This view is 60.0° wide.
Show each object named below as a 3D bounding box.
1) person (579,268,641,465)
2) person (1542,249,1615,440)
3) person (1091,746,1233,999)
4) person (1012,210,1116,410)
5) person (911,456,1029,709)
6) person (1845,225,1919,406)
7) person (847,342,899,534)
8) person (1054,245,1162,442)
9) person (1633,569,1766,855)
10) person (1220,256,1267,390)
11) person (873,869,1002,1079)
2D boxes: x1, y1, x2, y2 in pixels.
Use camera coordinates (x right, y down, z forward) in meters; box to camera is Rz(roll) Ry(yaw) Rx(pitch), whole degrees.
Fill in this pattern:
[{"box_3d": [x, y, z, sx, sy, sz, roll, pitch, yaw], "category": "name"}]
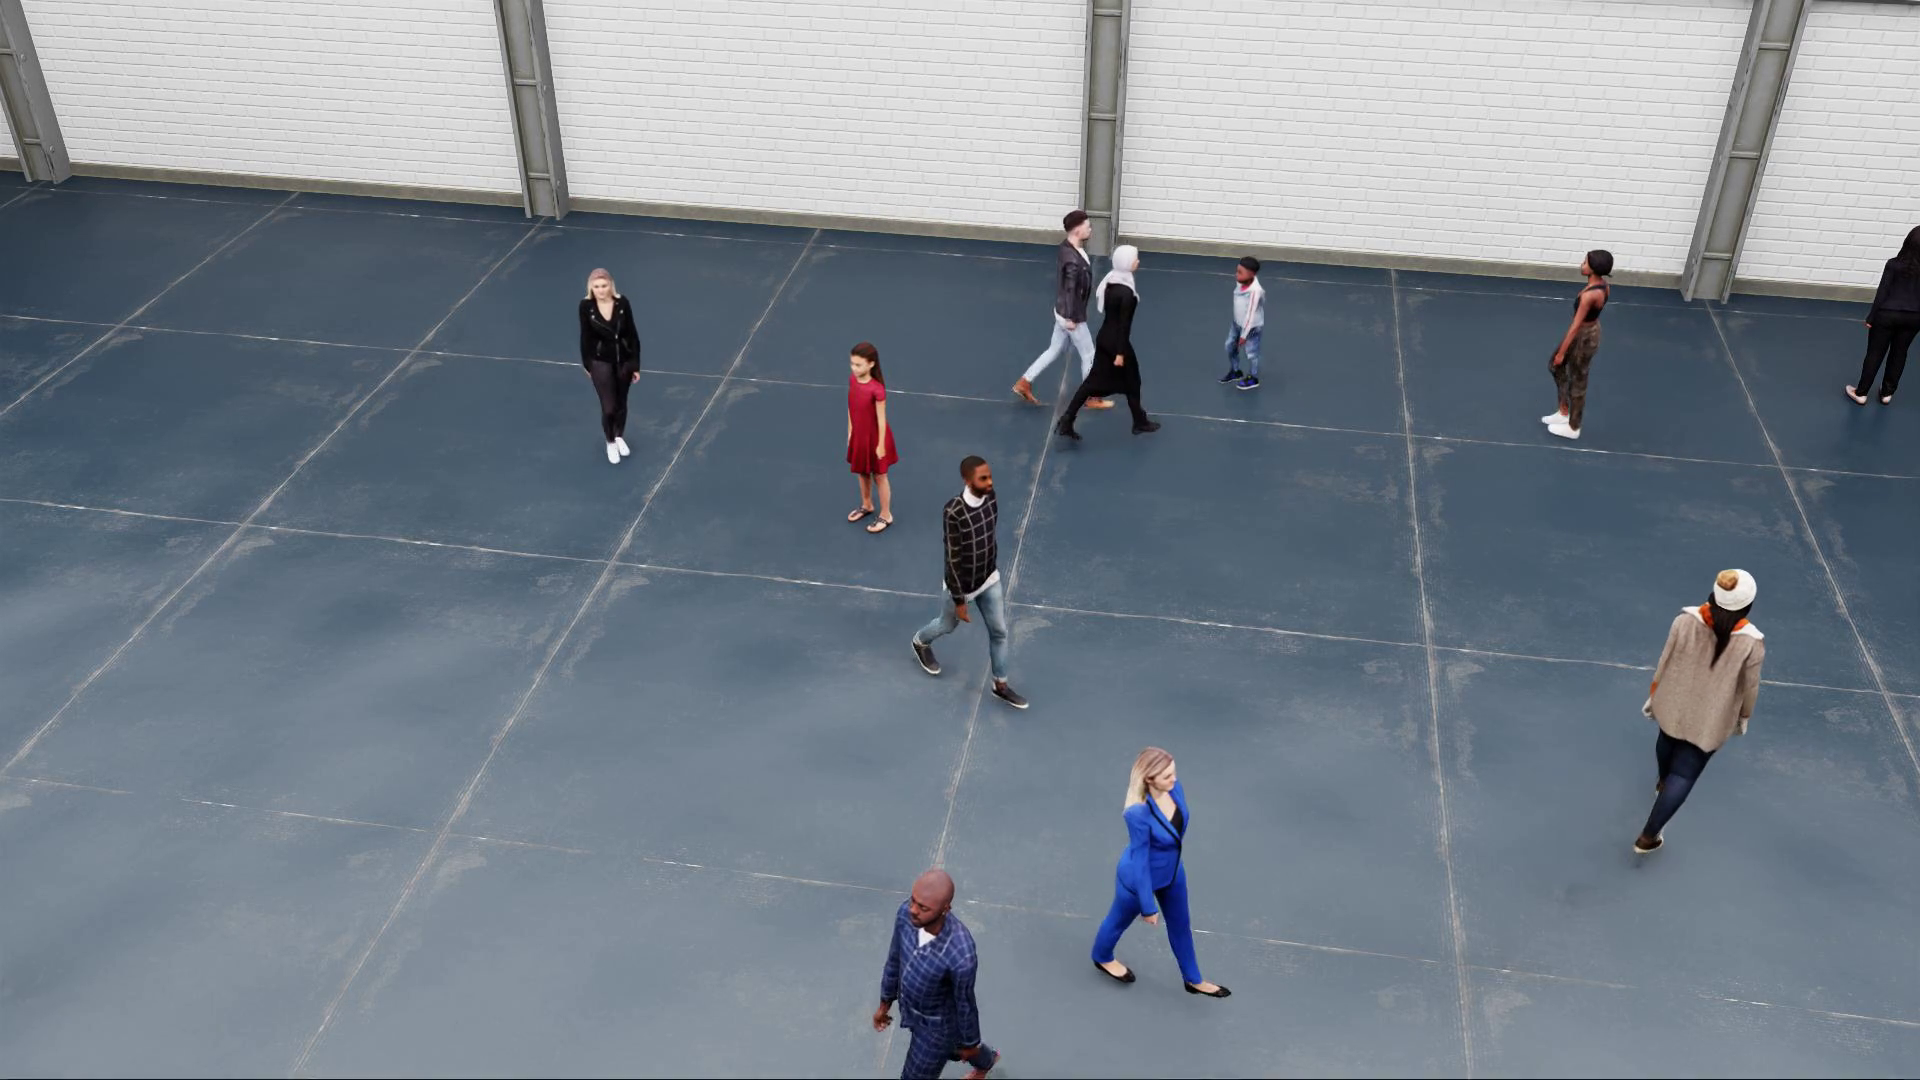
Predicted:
[{"box_3d": [-2.827, -1.458, 13.453, 0.743, 1.670, 0.809, -13, 36, -19], "category": "person"}, {"box_3d": [5.169, -1.565, 13.599, 0.731, 1.686, 0.693, 19, 38, 26], "category": "person"}, {"box_3d": [0.885, 1.715, 8.678, 1.106, 1.670, 0.898, 19, 38, 26], "category": "person"}, {"box_3d": [0.848, -1.901, 13.989, 1.188, 1.812, 0.858, -4, 34, -5], "category": "person"}, {"box_3d": [-0.014, 0.230, 10.806, 1.137, 1.787, 1.283, -27, 42, -34], "category": "person"}, {"box_3d": [7.997, -1.909, 14.178, 0.598, 1.617, 0.731, 1, 34, 1], "category": "person"}, {"box_3d": [-0.679, -0.802, 12.573, 0.676, 1.551, 0.738, 28, 43, 35], "category": "person"}, {"box_3d": [1.171, -1.546, 13.523, 1.265, 1.738, 0.997, -11, 35, -17], "category": "person"}, {"box_3d": [4.201, 1.000, 9.599, 1.174, 1.842, 1.217, -28, 43, -36], "category": "person"}, {"box_3d": [2.566, -1.905, 14.509, 0.642, 1.244, 0.590, -15, 36, -21], "category": "person"}, {"box_3d": [-0.081, 2.184, 7.867, 1.202, 1.787, 1.159, -22, 40, -30], "category": "person"}]
